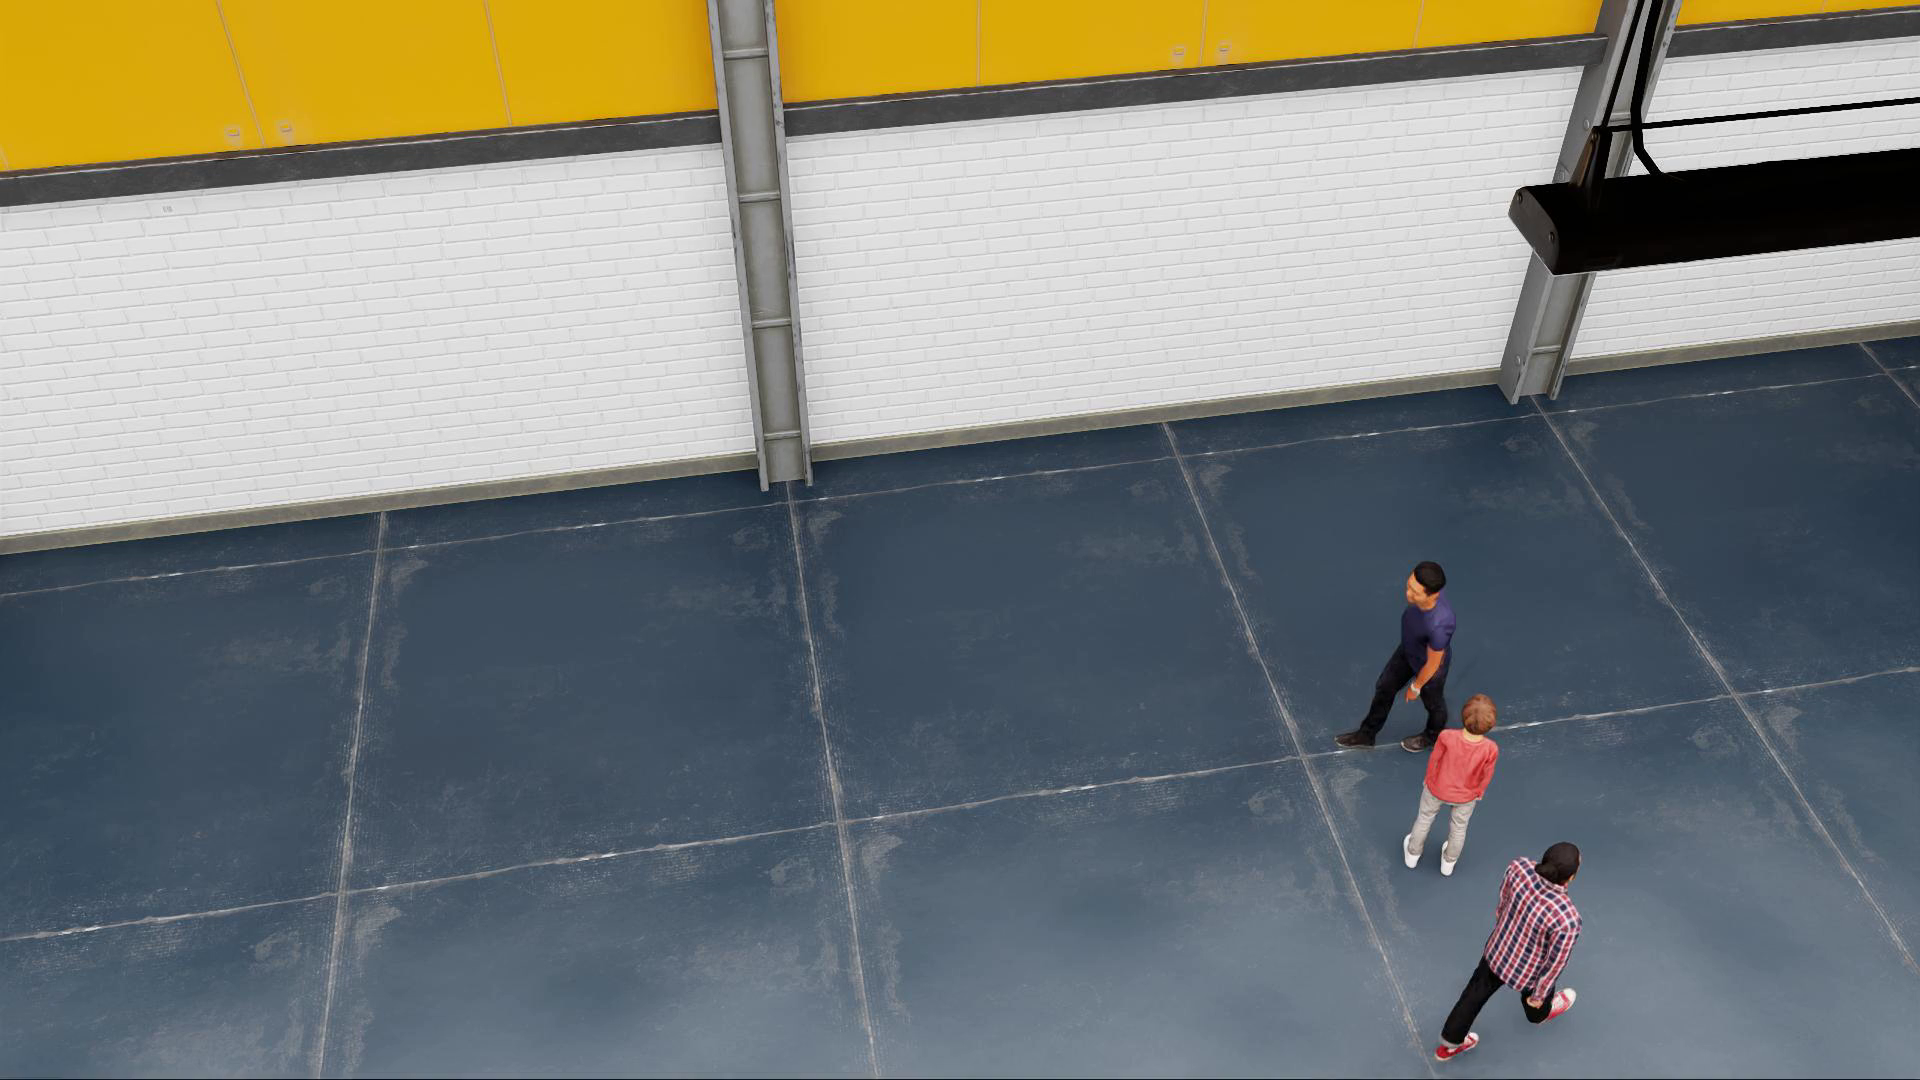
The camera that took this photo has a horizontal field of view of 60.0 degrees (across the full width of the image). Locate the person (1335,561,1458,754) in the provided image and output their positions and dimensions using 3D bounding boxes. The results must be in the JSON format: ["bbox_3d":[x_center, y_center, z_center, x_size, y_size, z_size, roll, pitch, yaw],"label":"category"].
[{"bbox_3d":[2.894,0.721,10.140,0.929,1.741,0.699,-9,44,-9],"label":"person"}]

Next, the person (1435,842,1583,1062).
[{"bbox_3d":[2.847,2.185,8.616,1.211,1.725,0.951,-21,48,-21],"label":"person"}]

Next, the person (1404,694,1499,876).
[{"bbox_3d":[2.858,1.427,9.636,0.532,1.414,0.637,12,45,12],"label":"person"}]
